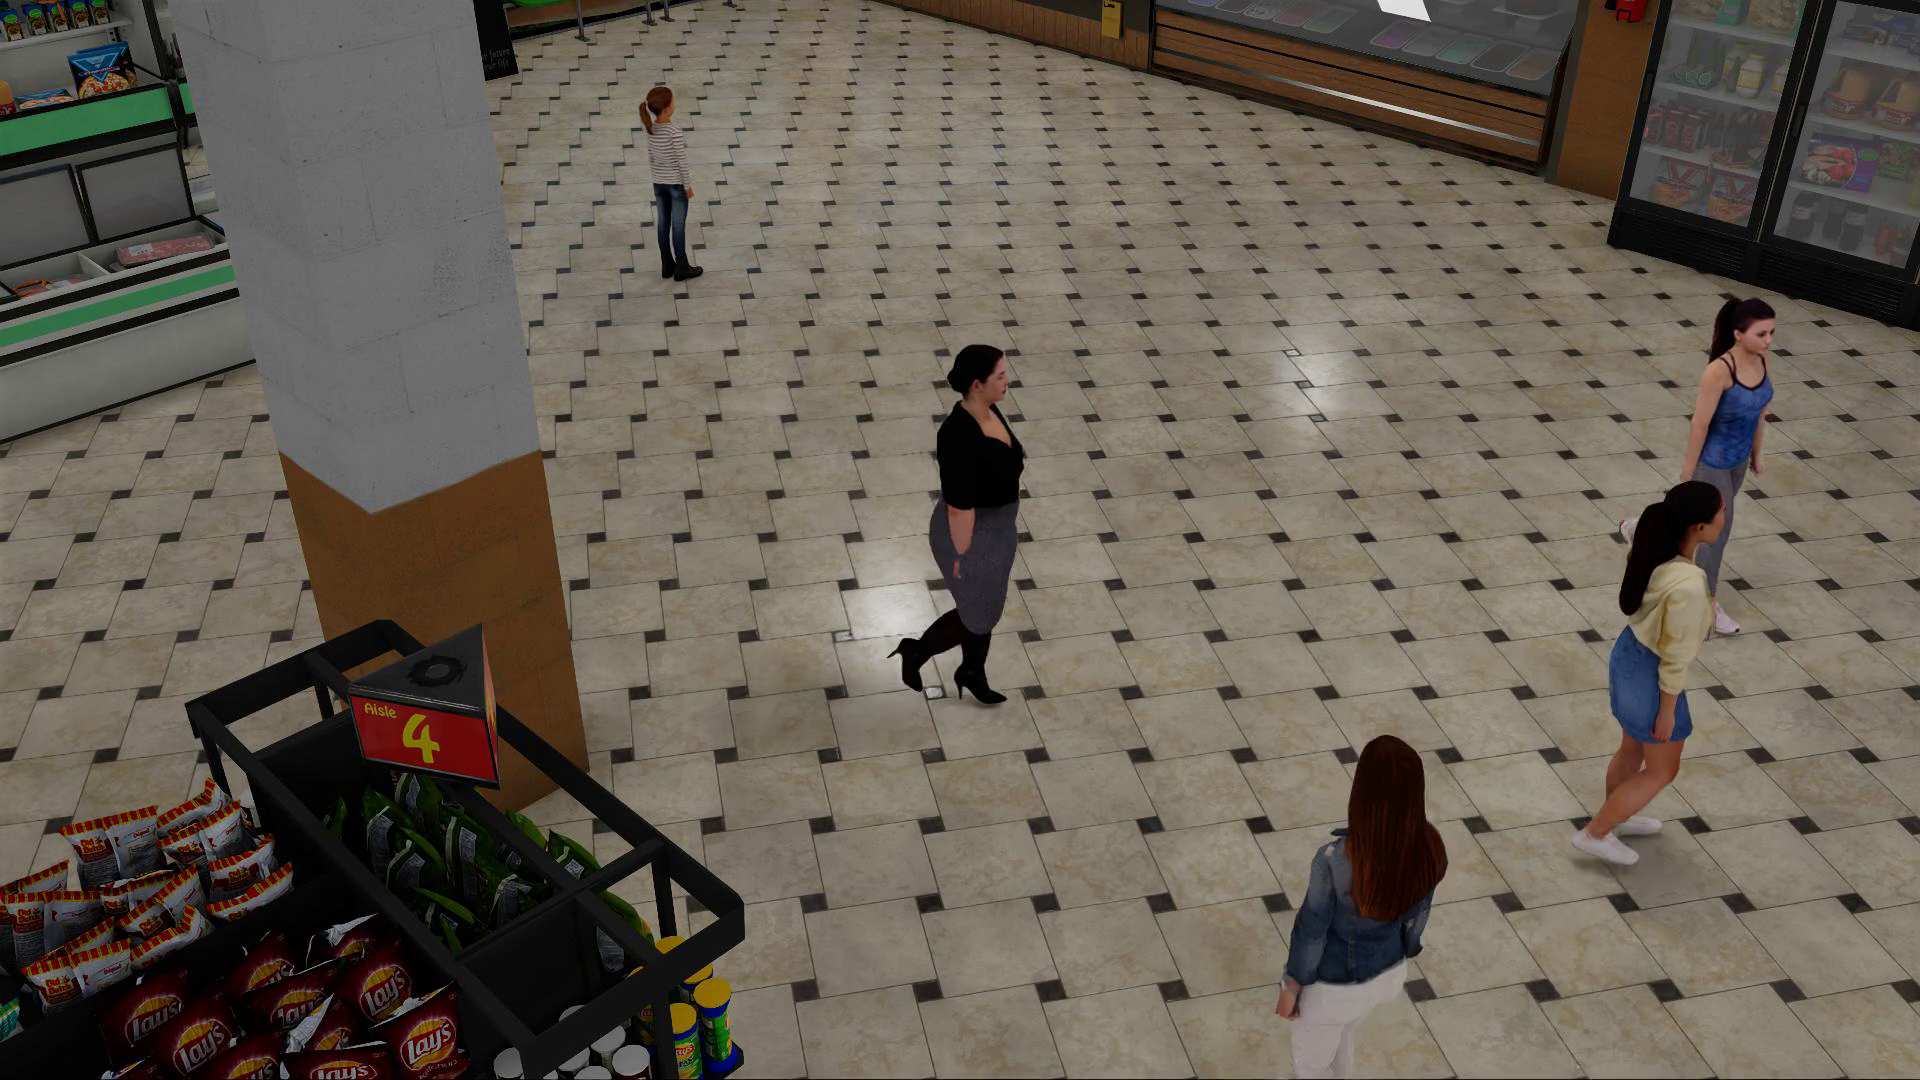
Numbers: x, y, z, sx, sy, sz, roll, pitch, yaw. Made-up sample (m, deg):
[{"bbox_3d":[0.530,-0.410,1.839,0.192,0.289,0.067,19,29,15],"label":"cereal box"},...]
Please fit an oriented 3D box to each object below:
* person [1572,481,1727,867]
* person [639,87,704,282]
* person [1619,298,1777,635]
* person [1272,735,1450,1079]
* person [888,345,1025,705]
[{"bbox_3d":[2.523,0.519,6.217,0.862,1.624,0.804,0,32,-1],"label":"person"},{"bbox_3d":[-1.959,-2.394,11.190,0.514,1.316,0.543,19,37,28],"label":"person"},{"bbox_3d":[3.470,-0.388,7.708,0.973,1.590,0.724,-20,37,-29],"label":"person"},{"bbox_3d":[1.183,1.334,4.852,0.983,1.683,0.874,-14,35,-22],"label":"person"},{"bbox_3d":[-0.030,-0.006,6.949,0.923,1.743,0.887,8,33,12],"label":"person"}]
